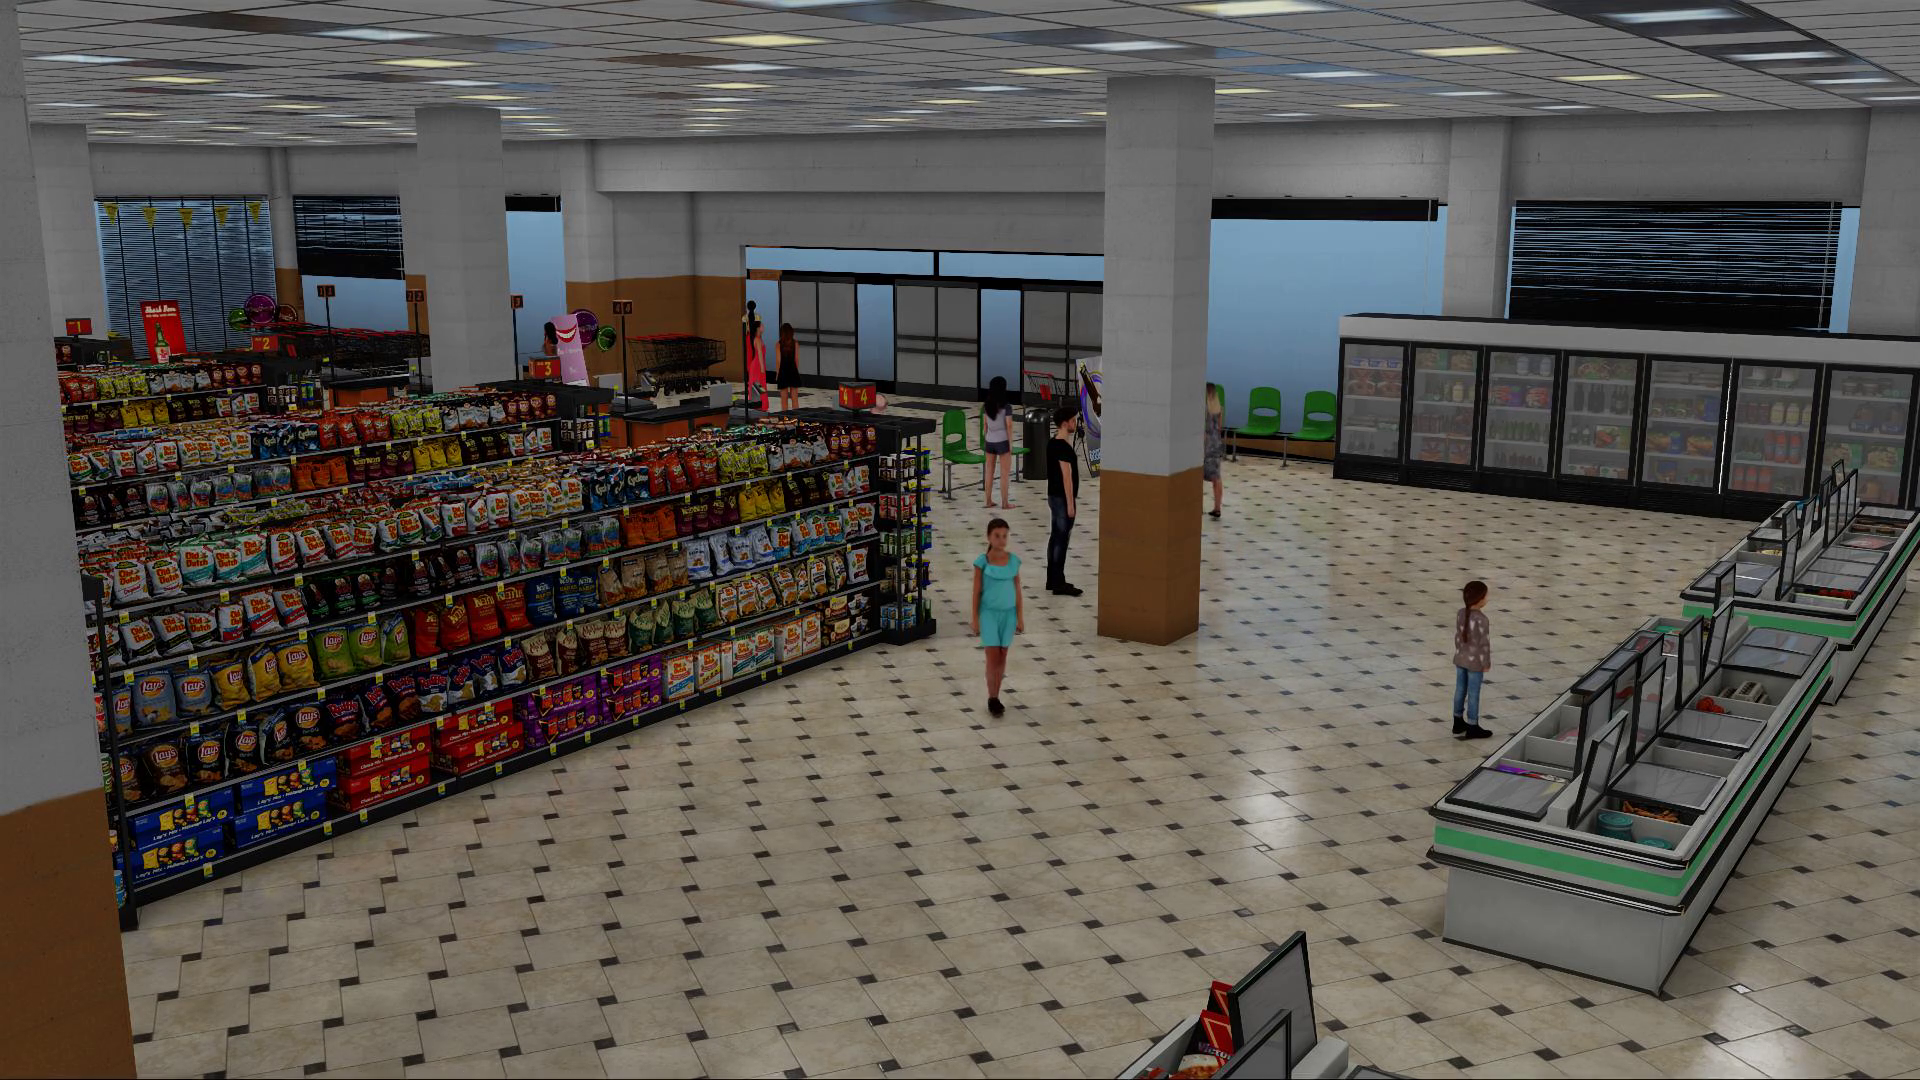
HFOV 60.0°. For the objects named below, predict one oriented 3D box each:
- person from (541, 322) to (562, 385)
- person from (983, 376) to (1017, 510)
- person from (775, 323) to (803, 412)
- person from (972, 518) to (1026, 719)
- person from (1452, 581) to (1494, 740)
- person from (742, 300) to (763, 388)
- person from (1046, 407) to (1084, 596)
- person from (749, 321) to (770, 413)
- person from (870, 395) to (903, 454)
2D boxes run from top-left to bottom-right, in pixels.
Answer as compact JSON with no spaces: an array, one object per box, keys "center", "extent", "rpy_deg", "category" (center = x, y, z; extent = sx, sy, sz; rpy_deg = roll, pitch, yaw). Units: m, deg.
[{"center":[-7.556,-3.201,30.814],"extent":[0.784,1.617,0.637],"rpy_deg":[2,12,7],"category":"person"},{"center":[0.483,-1.259,21.374],"extent":[0.588,1.706,0.516],"rpy_deg":[9,15,36],"category":"person"},{"center":[-2.917,-2.762,28.203],"extent":[0.639,1.834,0.732],"rpy_deg":[-4,13,-19],"category":"person"},{"center":[0.266,0.580,13.012],"extent":[0.715,1.552,0.769],"rpy_deg":[-4,13,-19],"category":"person"},{"center":[3.821,0.884,12.438],"extent":[0.584,1.194,0.554],"rpy_deg":[-6,13,-25],"category":"person"},{"center":[-4.312,-4.078,34.554],"extent":[0.637,1.792,0.742],"rpy_deg":[-5,13,-23],"category":"person"},{"center":[1.031,-0.406,16.862],"extent":[0.810,1.896,0.759],"rpy_deg":[-2,12,-12],"category":"person"},{"center":[-3.649,-3.103,30.082],"extent":[0.752,1.727,0.716],"rpy_deg":[-4,12,-18],"category":"person"},{"center":[-0.894,-0.710,18.482],"extent":[0.672,1.824,0.827],"rpy_deg":[-8,14,-33],"category":"person"}]
